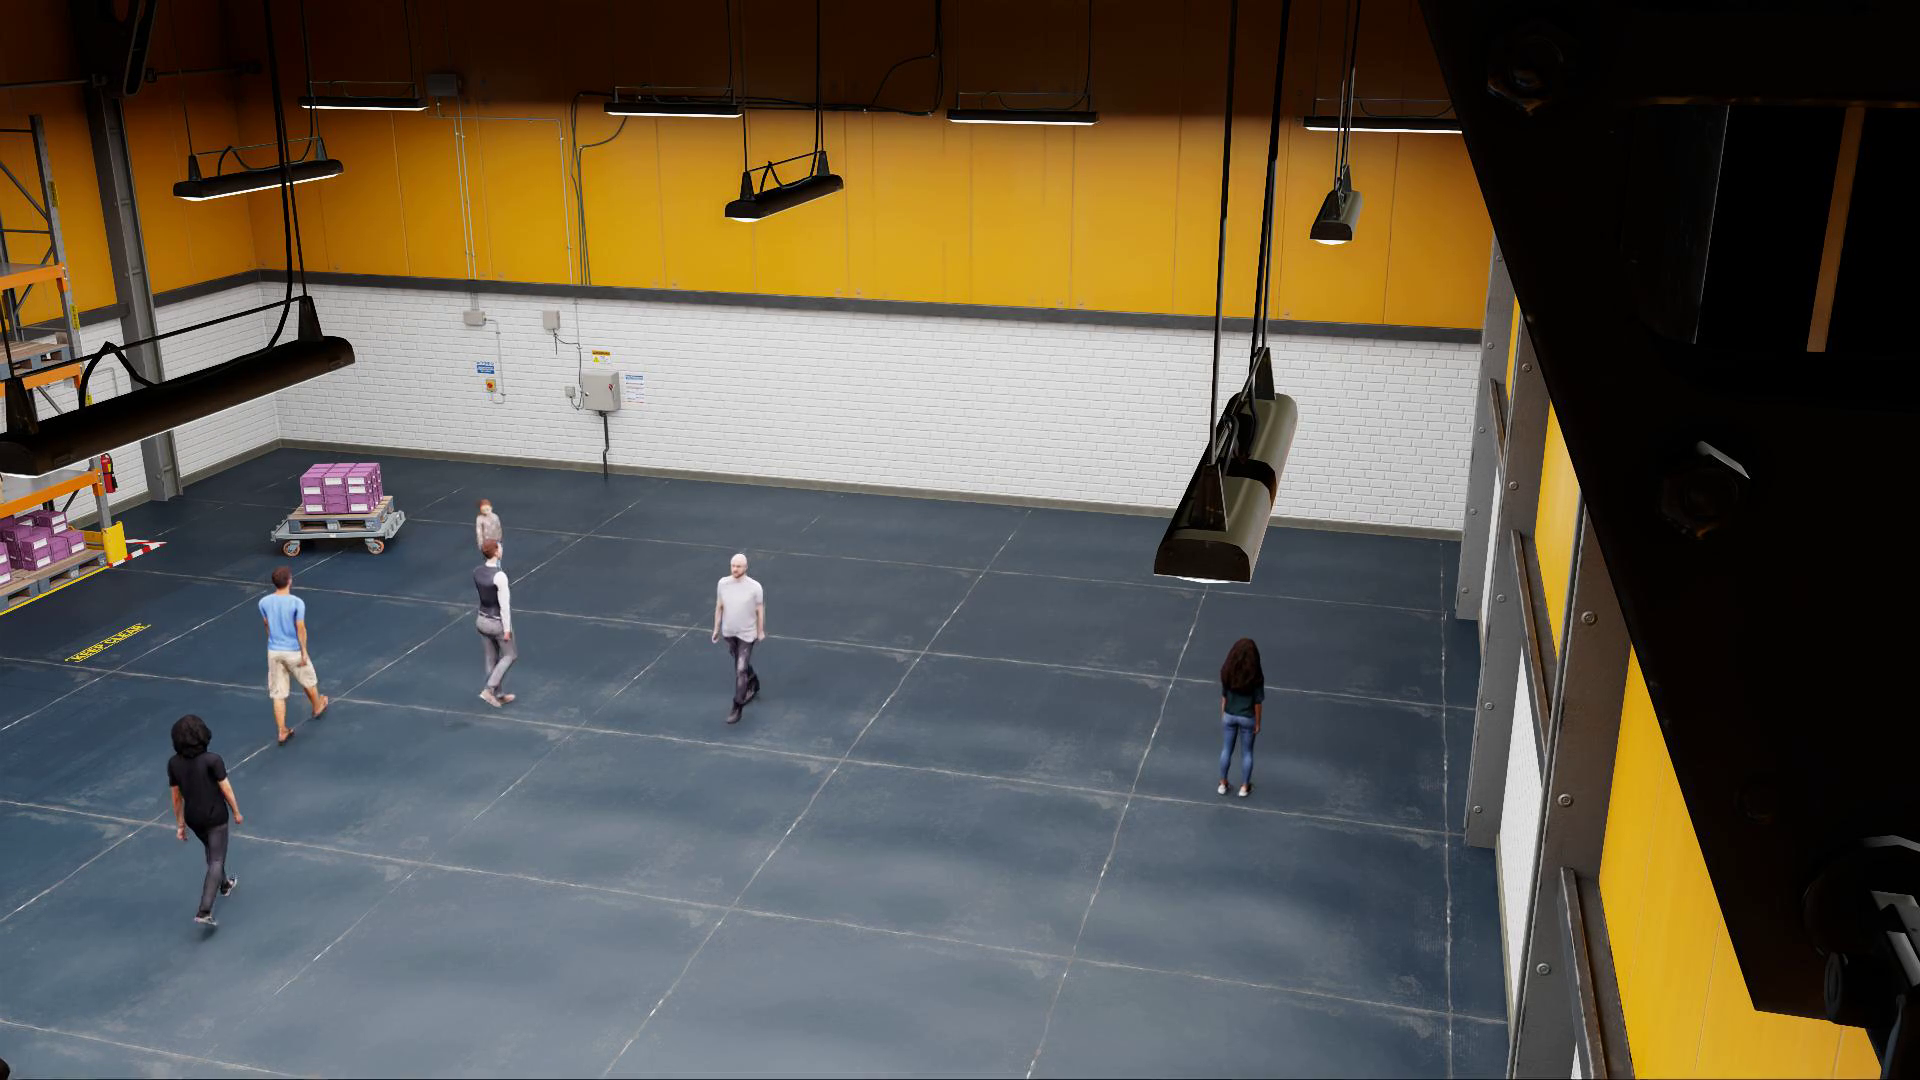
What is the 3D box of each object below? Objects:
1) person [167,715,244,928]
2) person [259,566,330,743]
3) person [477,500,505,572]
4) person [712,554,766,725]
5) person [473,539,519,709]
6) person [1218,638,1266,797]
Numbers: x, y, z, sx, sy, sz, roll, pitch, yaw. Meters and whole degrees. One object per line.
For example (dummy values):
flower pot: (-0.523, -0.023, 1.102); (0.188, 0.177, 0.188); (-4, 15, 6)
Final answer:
person: (-6.369, 2.371, 13.993); (0.808, 1.806, 1.187); (1, 19, 3)
person: (-7.071, 1.222, 17.387); (0.890, 1.816, 1.274); (0, 19, -1)
person: (-6.241, -0.001, 22.040); (0.810, 1.164, 0.900); (-11, 21, -29)
person: (-2.353, 1.001, 18.090); (0.786, 1.788, 1.252); (8, 20, 22)
person: (-5.135, 0.938, 18.065); (0.806, 1.923, 0.891); (12, 22, 32)
person: (2.731, 1.725, 16.213); (0.619, 1.613, 0.623); (8, 20, 22)
